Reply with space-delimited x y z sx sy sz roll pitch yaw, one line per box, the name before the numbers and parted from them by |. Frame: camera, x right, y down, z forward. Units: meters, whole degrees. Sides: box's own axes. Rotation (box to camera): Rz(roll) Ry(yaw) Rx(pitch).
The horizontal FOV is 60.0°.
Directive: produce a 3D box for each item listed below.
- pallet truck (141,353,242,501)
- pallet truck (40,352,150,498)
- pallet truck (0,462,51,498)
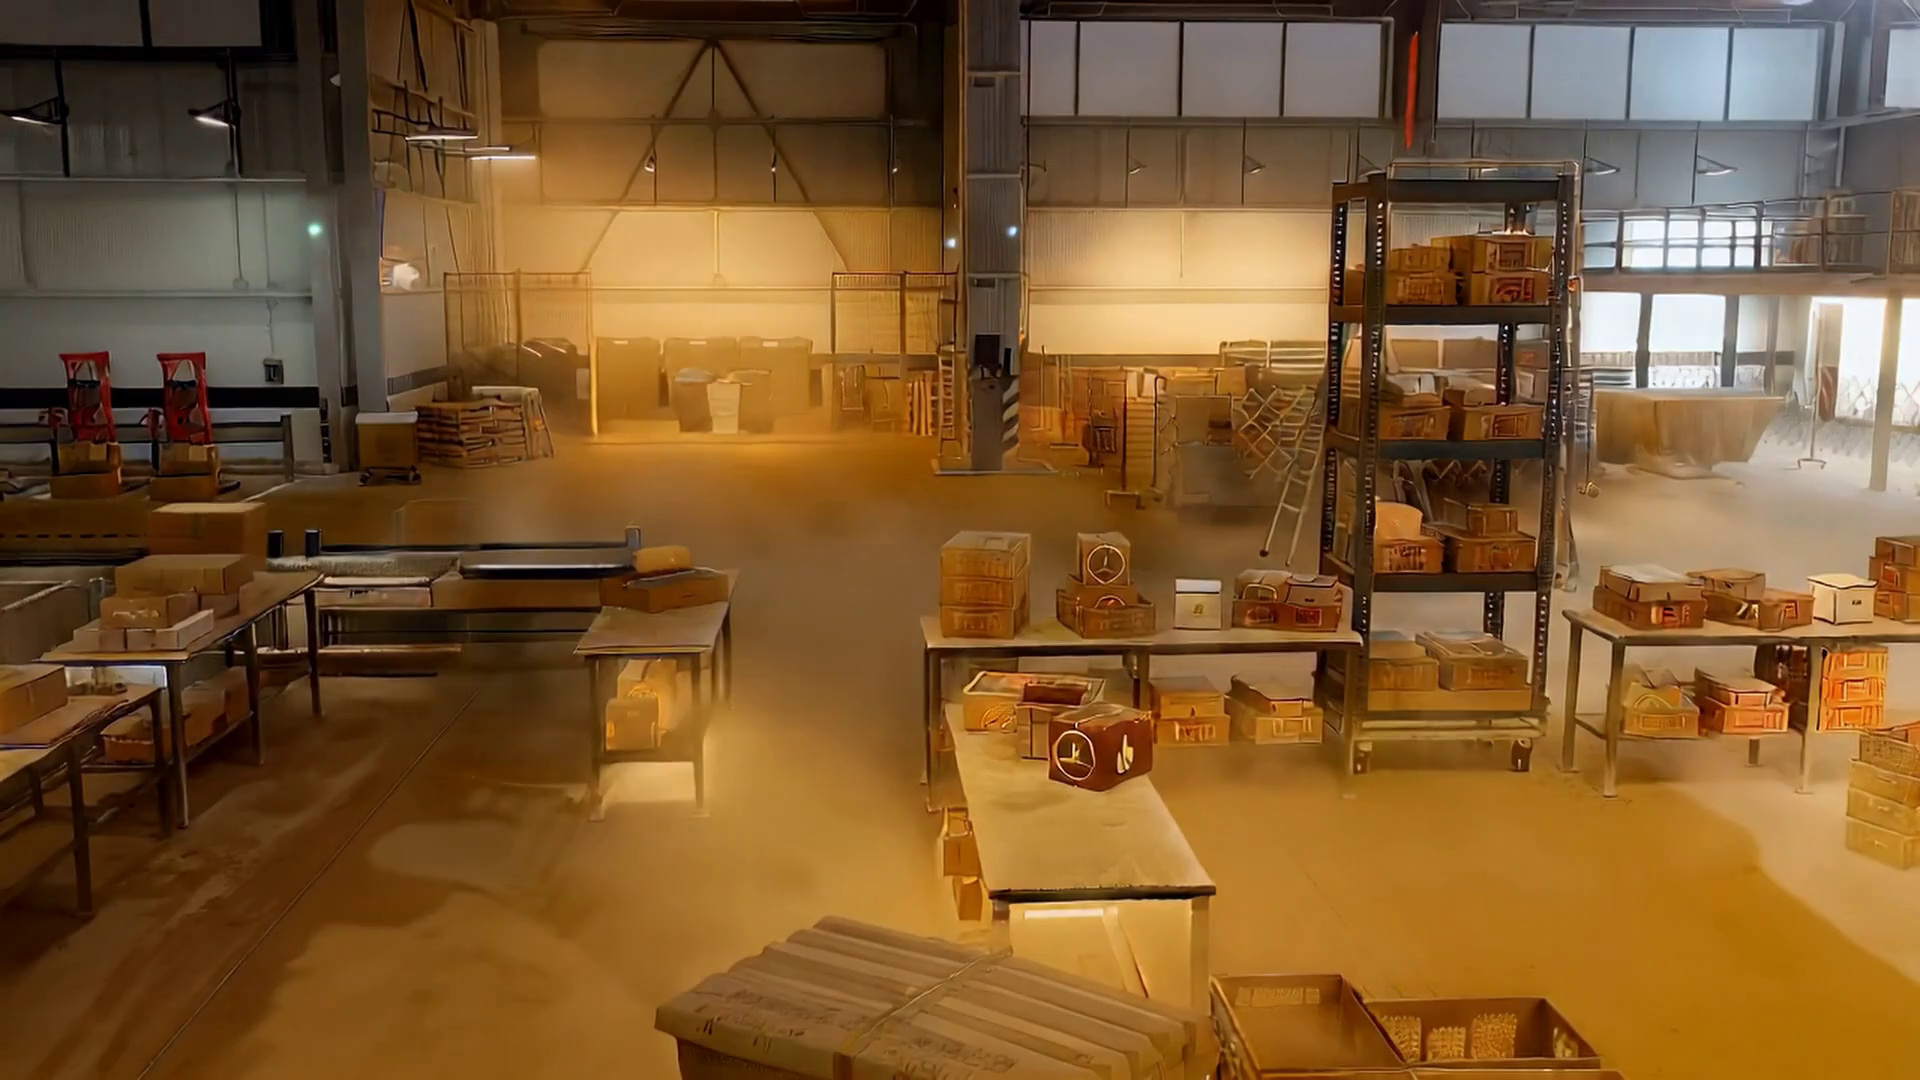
pallet truck | -10.520 -1.604 22.925 0.823 1.965 1.885 -1 9 -6
pallet truck | -11.907 -1.642 23.165 0.823 1.965 1.885 0 9 0
pallet truck | -13.193 -1.293 23.148 0.653 1.274 1.630 -1 9 -4
